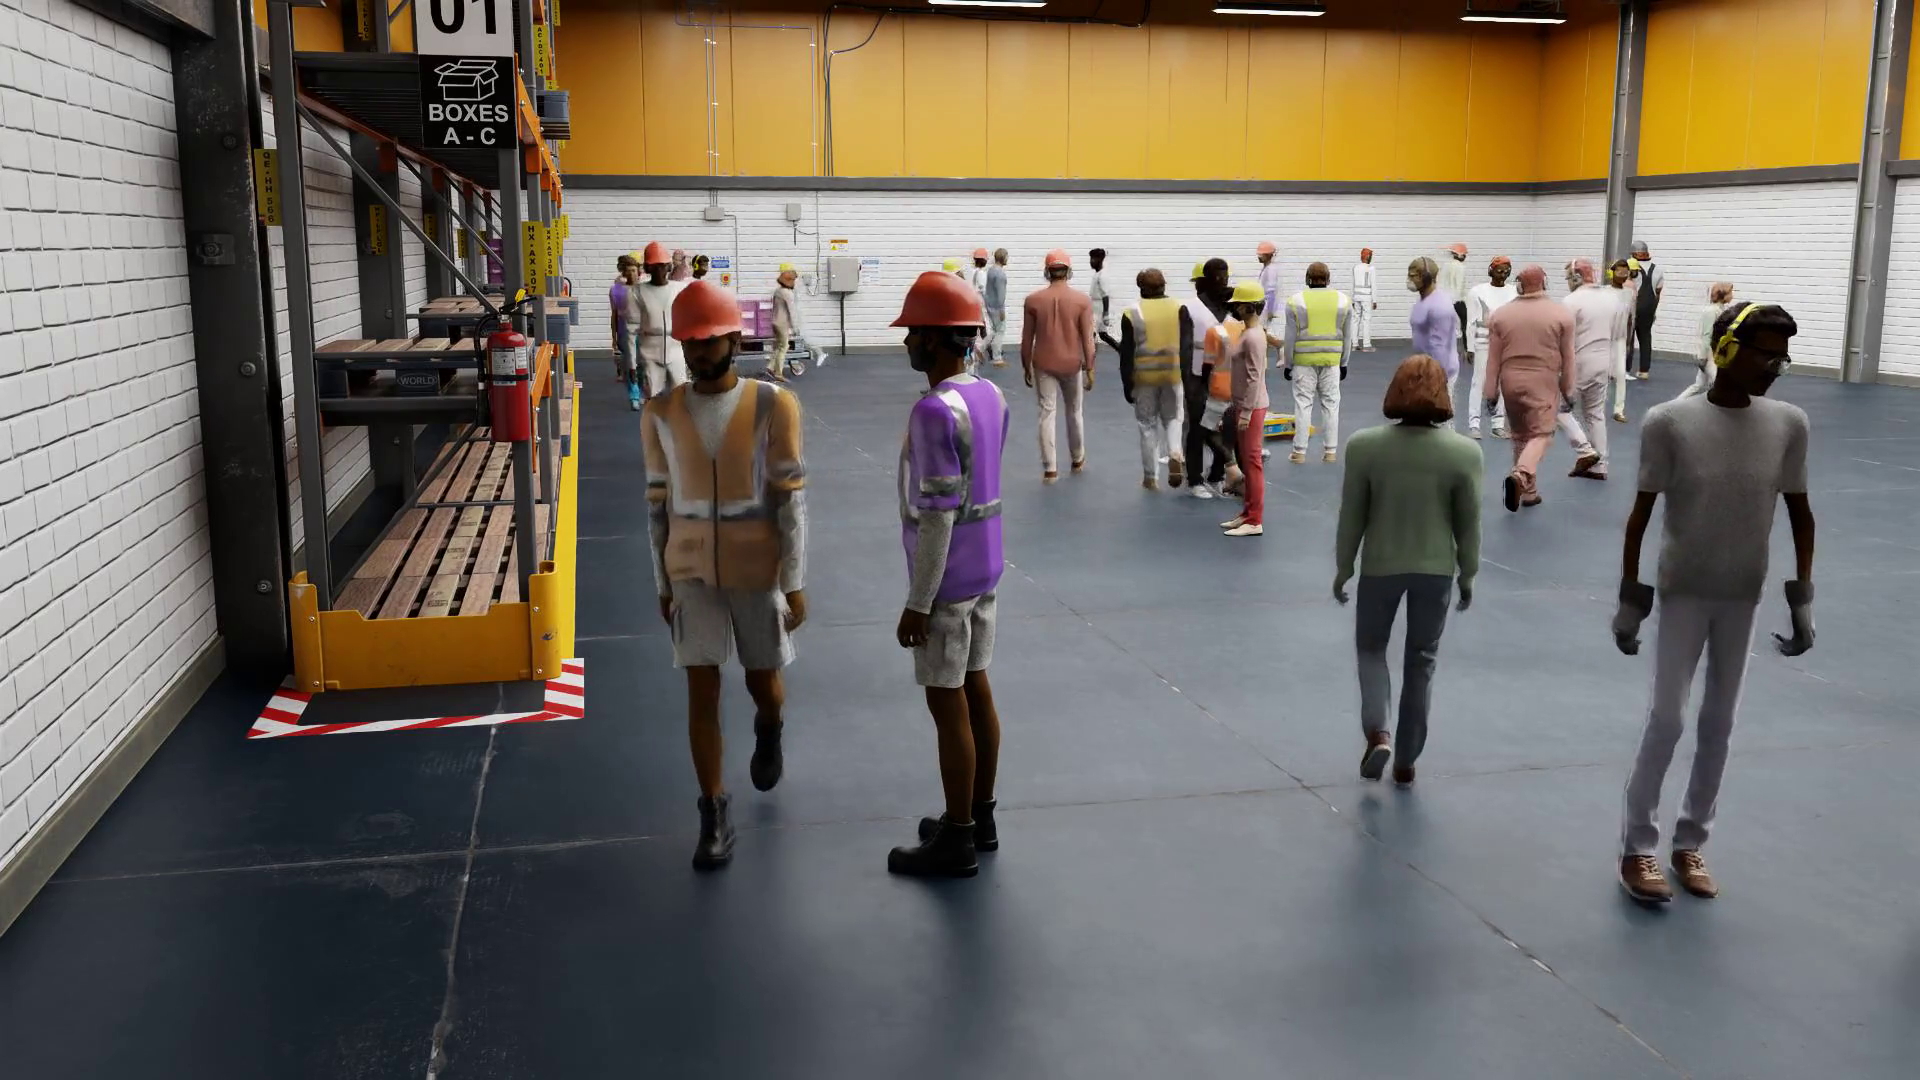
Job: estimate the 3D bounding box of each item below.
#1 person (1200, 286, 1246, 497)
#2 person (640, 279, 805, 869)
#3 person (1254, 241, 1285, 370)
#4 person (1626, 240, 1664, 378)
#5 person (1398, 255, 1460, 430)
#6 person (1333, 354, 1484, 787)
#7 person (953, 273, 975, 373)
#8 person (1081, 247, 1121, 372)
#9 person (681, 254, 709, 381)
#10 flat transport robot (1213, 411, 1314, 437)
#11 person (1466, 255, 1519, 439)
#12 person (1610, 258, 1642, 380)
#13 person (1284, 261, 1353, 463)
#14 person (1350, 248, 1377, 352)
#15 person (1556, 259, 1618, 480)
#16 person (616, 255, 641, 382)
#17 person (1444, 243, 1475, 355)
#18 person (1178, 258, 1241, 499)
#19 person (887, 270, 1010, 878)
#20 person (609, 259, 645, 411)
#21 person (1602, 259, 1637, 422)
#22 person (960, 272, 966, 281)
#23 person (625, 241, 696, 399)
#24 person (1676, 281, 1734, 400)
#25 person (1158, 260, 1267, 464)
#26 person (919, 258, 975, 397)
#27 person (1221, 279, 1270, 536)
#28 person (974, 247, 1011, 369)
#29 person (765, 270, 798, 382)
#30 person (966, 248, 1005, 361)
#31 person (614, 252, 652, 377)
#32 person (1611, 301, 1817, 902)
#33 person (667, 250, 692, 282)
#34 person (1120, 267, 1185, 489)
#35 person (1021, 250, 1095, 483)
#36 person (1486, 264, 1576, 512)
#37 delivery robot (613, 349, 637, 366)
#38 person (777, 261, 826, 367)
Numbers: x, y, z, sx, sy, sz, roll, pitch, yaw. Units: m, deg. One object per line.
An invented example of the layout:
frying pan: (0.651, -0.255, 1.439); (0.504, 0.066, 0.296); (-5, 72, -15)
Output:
person: (2.125, -1.153, 13.074); (0.546, 1.679, 0.428); (-8, 13, -38)
person: (-0.780, 0.081, 5.622); (0.555, 1.919, 0.789); (0, 10, 2)
person: (4.819, -3.629, 25.877); (0.557, 2.027, 0.607); (0, 10, 0)
person: (9.966, -3.405, 24.571); (0.687, 2.000, 0.536); (-2, 10, -12)
person: (3.744, -1.295, 13.248); (0.455, 1.916, 0.637); (-1, 10, -4)
person: (1.647, 0.128, 6.141); (0.528, 1.620, 0.385); (3, 11, 14)
person: (-0.125, -2.016, 17.860); (0.553, 1.671, 0.683); (-1, 10, -8)
person: (2.232, -3.548, 25.680); (0.888, 1.934, 0.610); (0, 10, 1)
person: (-3.482, -2.829, 21.909); (0.418, 1.845, 0.552); (6, 12, 29)
flat transport robot: (2.934, -1.167, 17.079); (1.431, 0.197, 0.652); (-9, 14, -41)
person: (5.475, -1.972, 17.059); (0.574, 1.887, 0.356); (-1, 10, -5)
person: (9.755, -3.223, 24.329); (0.311, 1.768, 0.531); (0, 10, 0)
person: (3.253, -1.616, 15.214); (0.627, 1.844, 0.429); (0, 10, -3)
person: (7.396, -4.388, 30.444); (0.353, 1.887, 0.573); (-7, 13, -36)
person: (5.274, -1.434, 14.111); (0.761, 1.877, 0.457); (-7, 12, -32)
person: (-4.700, -3.159, 23.787); (0.547, 1.830, 0.525); (4, 11, 21)
person: (8.843, -4.232, 29.350); (0.913, 1.957, 0.634); (-2, 10, -12)
person: (1.986, -1.248, 13.026); (0.617, 1.895, 0.583); (-5, 11, -26)
person: (-0.051, 0.116, 5.342); (0.362, 1.939, 0.543); (4, 11, 21)
person: (-3.942, -2.497, 20.157); (0.579, 1.819, 0.791); (-3, 11, -14)
person: (7.405, -2.285, 18.963); (0.521, 1.838, 0.903); (0, 10, 2)
person: (-0.038, -2.720, 21.895); (0.284, 1.636, 0.500); (-6, 12, -30)
person: (-2.599, -1.583, 14.516); (0.631, 2.022, 0.461); (-4, 11, -19)
person: (7.961, -1.957, 17.771); (0.798, 1.610, 0.526); (7, 12, 34)
person: (2.316, -1.576, 14.971); (1.021, 1.876, 0.592); (6, 12, 30)
person: (-0.159, -2.676, 21.210); (0.830, 1.794, 0.586); (1, 10, 6)
person: (1.979, -0.908, 11.499); (0.308, 1.769, 0.525); (1, 10, 6)
person: (0.514, -3.655, 26.293); (0.542, 1.920, 0.642); (-2, 10, -9)
person: (-2.518, -3.048, 23.807); (0.349, 1.610, 0.532); (-6, 12, -29)
person: (0.373, -3.954, 28.044); (0.959, 1.887, 0.574); (-4, 11, -22)
person: (-4.722, -3.230, 24.092); (0.596, 1.883, 0.957); (-5, 12, -27)
person: (2.320, 0.206, 5.090); (0.564, 1.850, 0.510); (1, 10, 4)
person: (-4.528, -3.704, 26.686); (0.572, 1.875, 0.728); (-7, 12, -32)
person: (1.609, -1.289, 13.456); (0.646, 1.822, 0.616); (-1, 10, -6)
person: (0.848, -1.492, 14.248); (0.639, 1.937, 0.993); (1, 10, 8)
person: (4.266, -1.137, 12.504); (0.636, 1.863, 0.839); (8, 13, 39)
delivery robot: (-4.852, -2.782, 24.978); (0.477, 0.478, 0.707); (10, 14, 43)
person: (-2.563, -3.593, 26.566); (0.785, 1.706, 0.502); (-1, 10, -7)
